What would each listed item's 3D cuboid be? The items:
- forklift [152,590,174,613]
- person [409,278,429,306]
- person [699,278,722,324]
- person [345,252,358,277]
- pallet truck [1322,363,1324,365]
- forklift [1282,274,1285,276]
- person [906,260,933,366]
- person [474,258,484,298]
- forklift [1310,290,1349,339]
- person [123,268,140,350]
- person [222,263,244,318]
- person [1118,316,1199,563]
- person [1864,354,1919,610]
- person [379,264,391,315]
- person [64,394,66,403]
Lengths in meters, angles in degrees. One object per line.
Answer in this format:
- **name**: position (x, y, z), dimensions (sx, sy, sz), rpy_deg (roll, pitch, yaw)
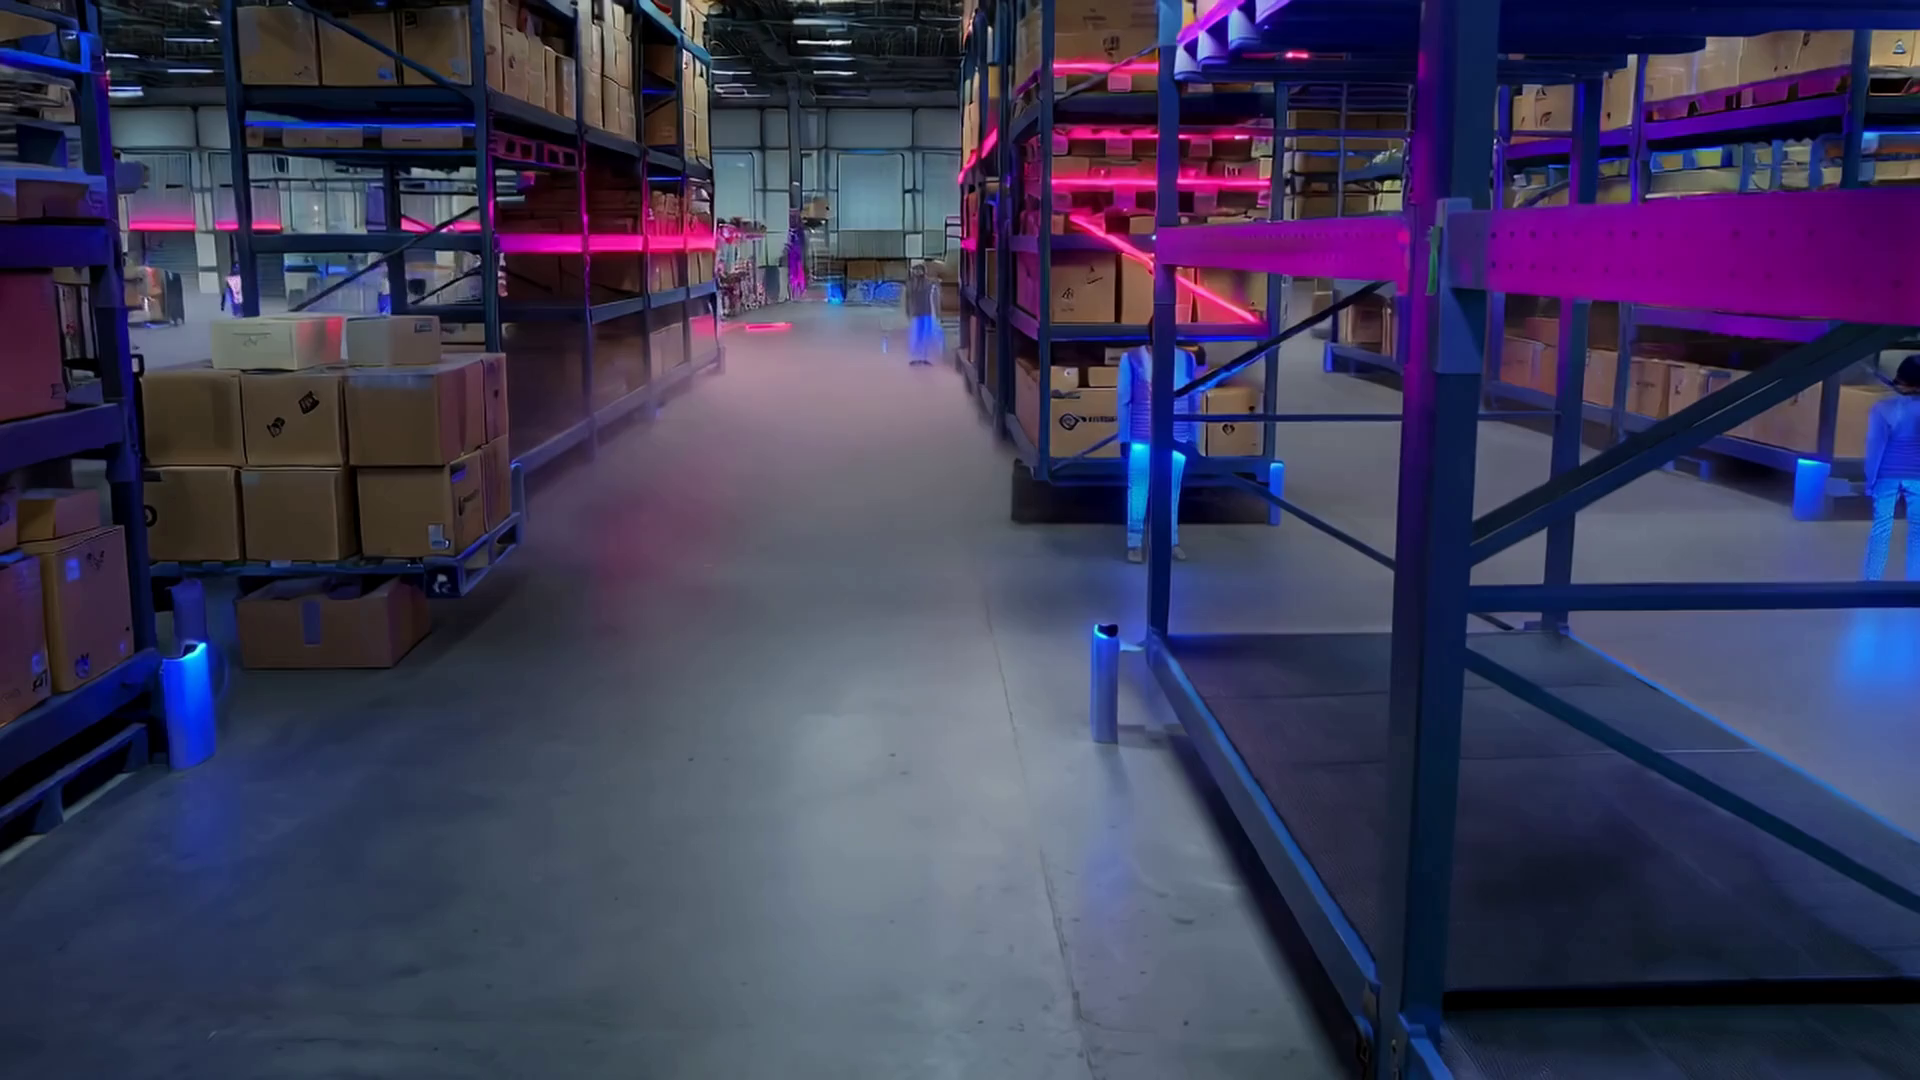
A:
- **forklift**: position (-5.858, -0.811, 9.639), dimensions (1.873, 2.768, 1.129), rpy_deg (-1, 10, -3)
- **person**: position (-9.760, -3.911, 30.241), dimensions (0.569, 1.674, 0.552), rpy_deg (1, 10, 7)
- **person**: position (-5.132, -4.529, 33.890), dimensions (0.526, 1.604, 0.787), rpy_deg (0, 10, 0)
- **person**: position (-25.171, -10.927, 68.577), dimensions (0.657, 1.941, 1.001), rpy_deg (9, 13, 40)
- **pallet truck**: position (7.712, -4.157, 30.737), dimensions (1.885, 1.965, 0.823), rpy_deg (3, 11, 16)
- **forklift**: position (12.317, -10.212, 62.011), dimensions (1.129, 2.768, 1.873), rpy_deg (-3, 11, -17)
- **person**: position (-0.754, -4.294, 31.506), dimensions (0.378, 1.995, 0.611), rpy_deg (9, 14, 41)
- **person**: position (-15.197, -8.022, 52.520), dimensions (0.617, 1.909, 0.675), rpy_deg (0, 10, -2)
- **forklift**: position (9.410, -6.178, 39.539), dimensions (1.873, 2.768, 1.129), rpy_deg (-5, 12, -28)
- **person**: position (-18.057, -4.981, 35.787), dimensions (0.531, 1.829, 0.739), rpy_deg (5, 11, 27)
- **person**: position (-16.317, -5.338, 37.665), dimensions (0.950, 1.882, 0.600), rpy_deg (7, 13, 35)
- **person**: position (1.466, -0.751, 12.199), dimensions (0.622, 1.845, 0.430), rpy_deg (-2, 10, -11)
- **person**: position (6.073, -0.374, 10.679), dimensions (0.507, 1.632, 0.268), rpy_deg (10, 14, 44)
- **person**: position (-11.603, -4.741, 34.237), dimensions (0.856, 1.905, 0.578), rpy_deg (0, 10, 0)
- **person**: position (-7.135, -0.784, 12.782), dimensions (0.536, 1.696, 0.322), rpy_deg (-8, 13, -38)
